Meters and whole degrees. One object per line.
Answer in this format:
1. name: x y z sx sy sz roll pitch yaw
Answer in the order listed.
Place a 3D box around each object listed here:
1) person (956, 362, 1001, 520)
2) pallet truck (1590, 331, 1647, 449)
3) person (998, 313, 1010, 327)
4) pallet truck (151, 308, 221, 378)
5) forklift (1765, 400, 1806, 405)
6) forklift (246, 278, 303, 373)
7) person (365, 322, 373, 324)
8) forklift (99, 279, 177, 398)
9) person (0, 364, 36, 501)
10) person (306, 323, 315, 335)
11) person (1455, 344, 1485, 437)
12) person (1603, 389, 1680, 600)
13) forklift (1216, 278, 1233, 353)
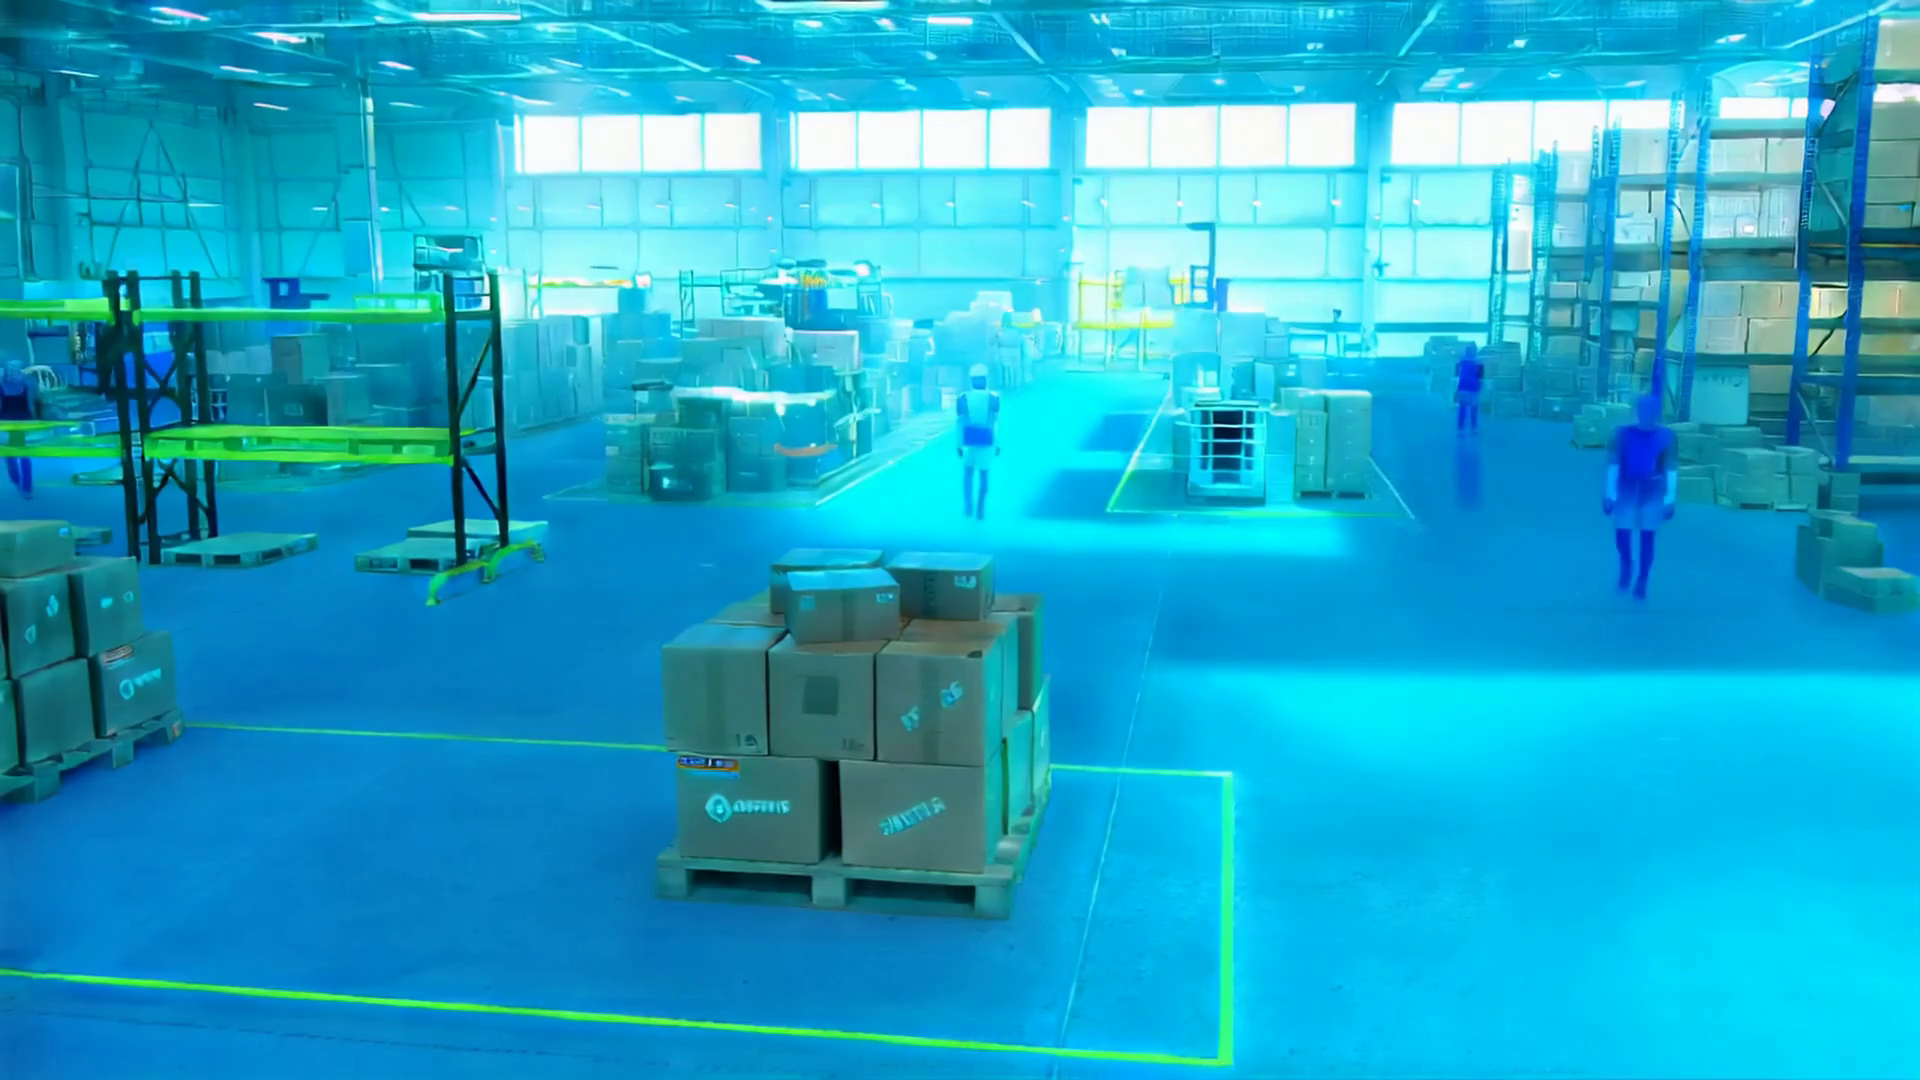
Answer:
1. person: 0.235 -1.214 20.392 0.550 1.914 0.722 1 9 5
2. pallet truck: 11.253 -2.573 28.499 0.823 1.965 1.885 5 10 27
3. person: 1.331 -5.365 46.148 0.921 1.874 0.615 1 9 8
4. pallet truck: -21.869 -5.598 47.154 0.823 1.965 1.885 4 10 26
5. forklift: 18.430 -4.531 37.861 1.873 2.768 1.129 -6 11 -31
6. forklift: -17.320 -5.332 42.802 1.873 2.768 1.129 2 9 13
7. person: -14.973 -4.727 42.032 0.656 1.919 0.492 4 10 23
8. forklift: -19.605 -4.721 39.028 1.873 2.768 1.129 1 9 9
9. person: -12.606 -1.458 22.201 0.516 1.810 0.945 -6 11 -31
10. person: -17.316 -4.975 44.416 0.520 1.640 0.307 4 10 25
11. person: 9.318 -2.731 30.407 0.531 1.693 0.320 6 11 31
12. person: 6.253 -0.413 15.293 0.646 1.952 0.412 5 10 28
13. forklift: 7.185 -5.780 45.565 1.873 2.768 1.129 1 9 9
